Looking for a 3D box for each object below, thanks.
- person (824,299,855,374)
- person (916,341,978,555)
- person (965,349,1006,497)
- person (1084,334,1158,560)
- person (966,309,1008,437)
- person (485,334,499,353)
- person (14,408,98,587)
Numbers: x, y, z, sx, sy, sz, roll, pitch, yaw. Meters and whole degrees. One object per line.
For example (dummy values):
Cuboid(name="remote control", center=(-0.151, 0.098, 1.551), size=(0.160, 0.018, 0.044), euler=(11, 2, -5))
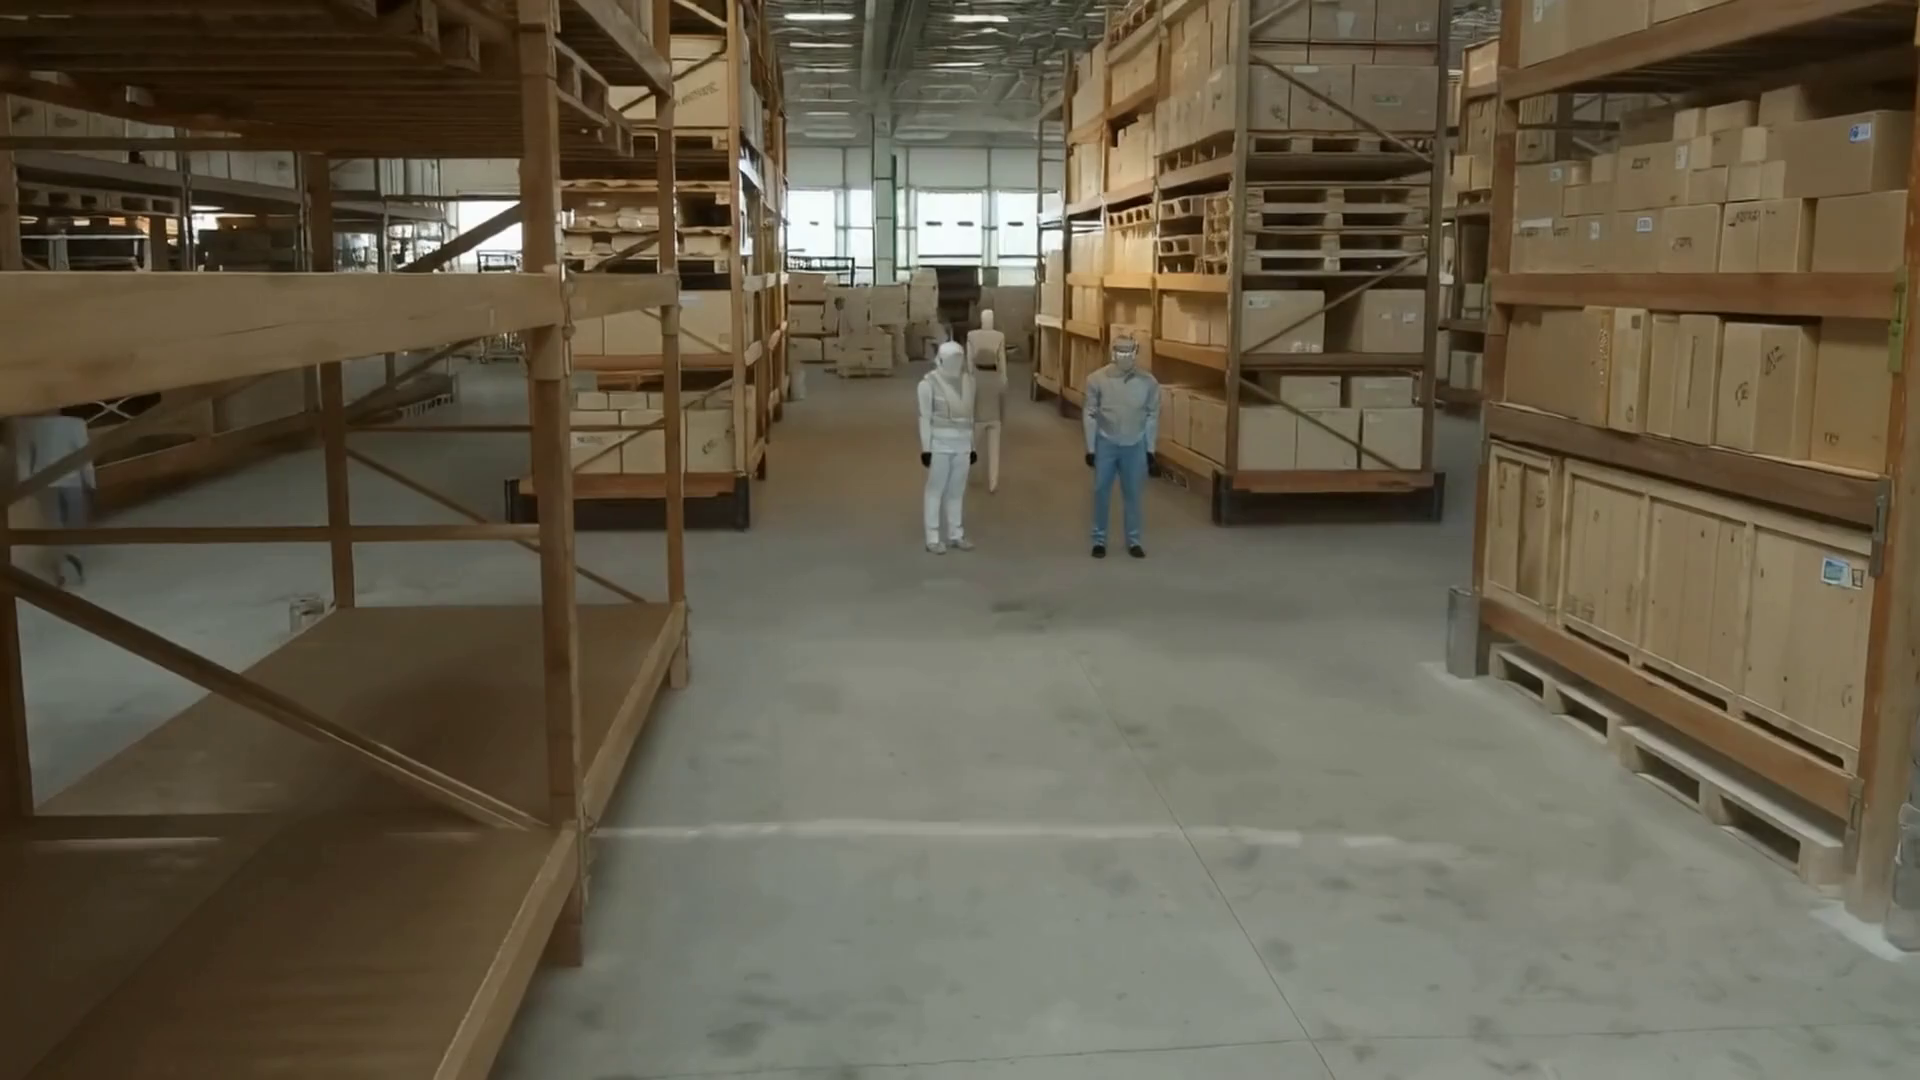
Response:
Cuboid(name="person", center=(-2.963, -4.948, 40.495), size=(0.918, 1.825, 0.542), euler=(2, 9, 15))
Cuboid(name="person", center=(-0.086, -0.799, 14.403), size=(0.625, 1.843, 0.430), euler=(-8, 12, -40))
Cuboid(name="person", center=(0.262, -1.292, 18.263), size=(0.512, 1.592, 0.829), euler=(-2, 9, -12))
Cuboid(name="person", center=(1.367, -0.780, 14.073), size=(0.639, 1.911, 0.406), euler=(-1, 9, -7))
Cuboid(name="person", center=(0.394, -2.503, 24.948), size=(0.631, 1.881, 0.893), euler=(0, 9, -2))
Cuboid(name="person", center=(-14.583, -6.768, 51.601), size=(0.356, 1.930, 0.592), euler=(6, 11, 34))
Cuboid(name="person", center=(-6.880, -0.412, 12.684), size=(0.532, 1.607, 0.548), euler=(-4, 10, -24))
